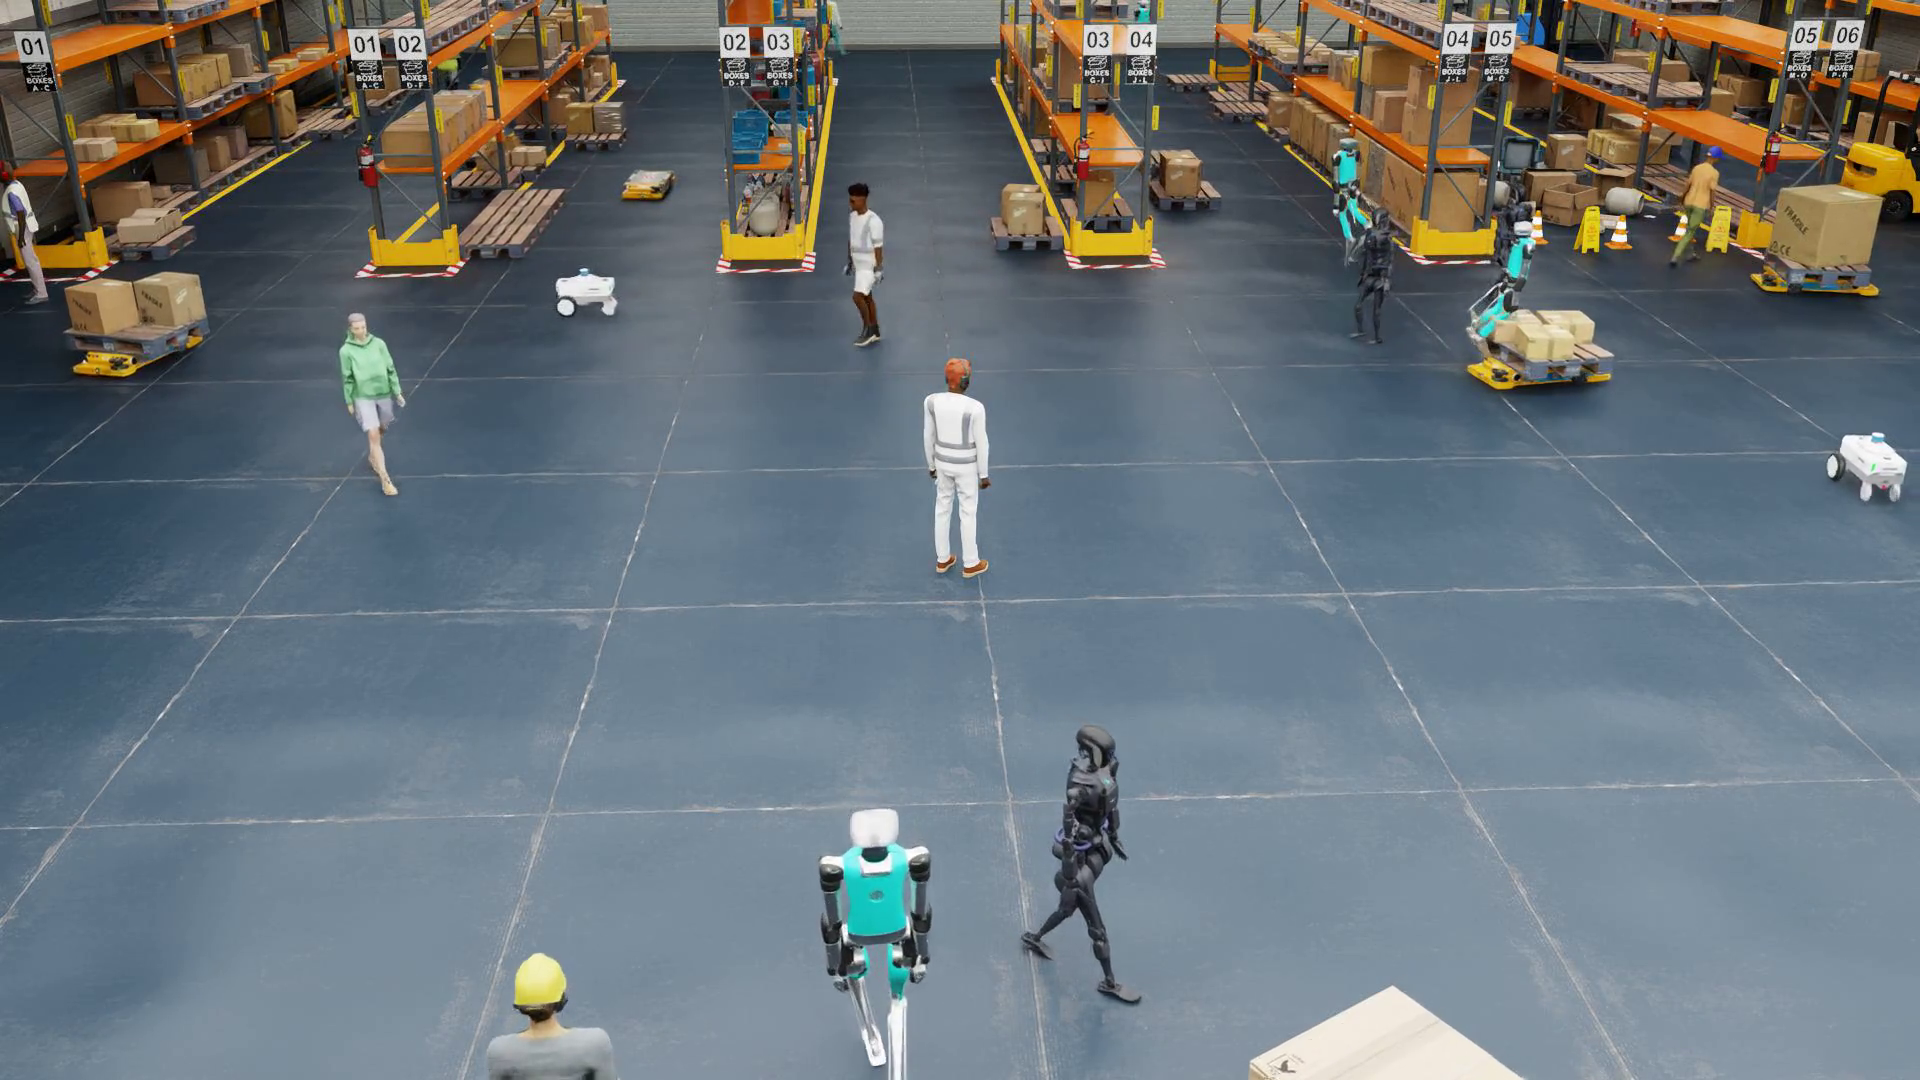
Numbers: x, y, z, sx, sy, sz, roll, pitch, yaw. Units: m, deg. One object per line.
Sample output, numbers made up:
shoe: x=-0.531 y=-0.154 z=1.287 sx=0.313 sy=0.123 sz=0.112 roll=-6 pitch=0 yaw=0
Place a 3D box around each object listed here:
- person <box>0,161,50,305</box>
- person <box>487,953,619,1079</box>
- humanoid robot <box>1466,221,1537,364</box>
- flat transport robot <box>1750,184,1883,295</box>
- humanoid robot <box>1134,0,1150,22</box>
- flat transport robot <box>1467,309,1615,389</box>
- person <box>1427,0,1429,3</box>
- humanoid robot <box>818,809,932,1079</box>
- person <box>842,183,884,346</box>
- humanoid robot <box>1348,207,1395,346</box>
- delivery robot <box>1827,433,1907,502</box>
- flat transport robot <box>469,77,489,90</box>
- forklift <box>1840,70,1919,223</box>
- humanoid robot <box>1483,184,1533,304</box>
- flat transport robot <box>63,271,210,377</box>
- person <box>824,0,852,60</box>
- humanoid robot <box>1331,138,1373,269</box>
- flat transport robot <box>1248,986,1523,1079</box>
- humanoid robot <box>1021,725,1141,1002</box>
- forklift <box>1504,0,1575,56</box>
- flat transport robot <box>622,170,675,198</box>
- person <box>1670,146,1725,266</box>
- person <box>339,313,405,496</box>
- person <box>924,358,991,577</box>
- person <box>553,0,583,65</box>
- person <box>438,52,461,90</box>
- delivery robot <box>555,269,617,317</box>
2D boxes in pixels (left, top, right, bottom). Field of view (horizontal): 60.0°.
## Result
person: x=-12.090 y=-3.971 z=21.460 sx=0.373 sy=1.839 sz=0.568 roll=-12 pitch=27 yaw=-25
person: x=-1.682 y=2.517 z=6.985 sx=0.533 sy=1.751 sz=0.588 roll=0 pitch=24 yaw=0
humanoid robot: x=6.004 y=-2.684 z=18.692 sx=0.727 sy=1.789 sz=0.539 roll=1 pitch=24 yaw=3
flat transport robot: x=11.440 y=-3.473 z=22.277 sx=1.431 sy=0.231 sz=0.659 roll=4 pitch=24 yaw=8
humanoid robot: x=4.118 y=-11.843 z=39.112 sx=0.534 sy=1.678 sz=0.734 roll=-17 pitch=29 yaw=-34
flat transport robot: x=6.559 y=-1.932 z=18.813 sx=1.431 sy=0.231 sz=0.659 roll=-5 pitch=25 yaw=-12
person: x=11.671 y=-12.998 z=41.797 sx=0.375 sy=1.797 sz=0.606 roll=-6 pitch=25 yaw=-14
humanoid robot: x=-0.433 y=1.964 z=8.257 sx=0.533 sy=1.765 sz=0.865 roll=-4 pitch=24 yaw=-8
person: x=-1.176 y=-3.262 z=19.741 sx=0.594 sy=1.942 sz=0.629 roll=-14 pitch=27 yaw=-28
humanoid robot: x=4.924 y=-3.124 z=19.763 sx=0.391 sy=1.651 sz=0.610 roll=-10 pitch=26 yaw=-22
delivery robot: x=8.624 y=-0.726 z=15.748 sx=0.499 sy=0.591 sz=0.781 roll=1 pitch=24 yaw=3
flat transport robot: x=-10.591 y=-10.205 z=37.404 sx=0.659 sy=0.231 sz=1.431 roll=0 pitch=24 yaw=-1
forklift: x=15.132 y=-6.143 z=25.915 sx=2.313 sy=2.155 sz=1.214 roll=-1 pitch=24 yaw=-2
humanoid robot: x=7.015 y=-3.736 z=21.211 sx=0.610 sy=1.629 sz=0.789 roll=-11 pitch=26 yaw=-22
flat transport robot: x=-9.613 y=-2.226 z=19.473 sx=0.659 sy=0.231 sz=1.431 roll=6 pitch=25 yaw=12
person: x=-3.096 y=-12.996 z=41.868 sx=0.858 sy=1.723 sz=0.553 roll=-9 pitch=26 yaw=-20
humanoid robot: x=5.505 y=-4.596 z=23.114 sx=0.540 sy=1.877 sz=0.736 roll=-19 pitch=30 yaw=-36
flat transport robot: x=2.070 y=3.059 z=7.599 sx=1.431 sy=0.231 sz=0.659 roll=-15 pitch=28 yaw=-31
humanoid robot: x=0.674 y=1.695 z=9.007 sx=0.794 sy=1.631 sz=0.609 roll=14 pitch=28 yaw=29
forklift: x=14.700 y=-13.805 z=42.301 sx=1.873 sy=2.768 sz=1.129 roll=-1 pitch=24 yaw=-2
flat transport robot: x=-5.209 y=-5.963 z=27.872 sx=0.659 sy=0.231 sz=1.431 roll=0 pitch=24 yaw=0
person: x=10.249 y=-4.660 z=23.211 sx=0.745 sy=1.669 sz=0.510 roll=-12 pitch=27 yaw=-25
person: x=-5.572 y=-1.351 z=15.739 sx=0.476 sy=1.706 sz=0.885 roll=-18 pitch=30 yaw=-35
person: x=-0.019 y=-0.599 z=13.831 sx=0.573 sy=1.886 sz=0.354 roll=12 pitch=27 yaw=25
person: x=-9.700 y=-12.514 z=40.663 sx=0.874 sy=1.825 sz=0.515 roll=8 pitch=25 yaw=18
person: x=-10.793 y=-9.970 z=35.178 sx=0.546 sy=1.639 sz=0.748 roll=0 pitch=24 yaw=1
delivery robot: x=-4.790 y=-3.146 z=21.213 sx=0.816 sy=0.613 sz=0.499 roll=-2 pitch=24 yaw=-4
